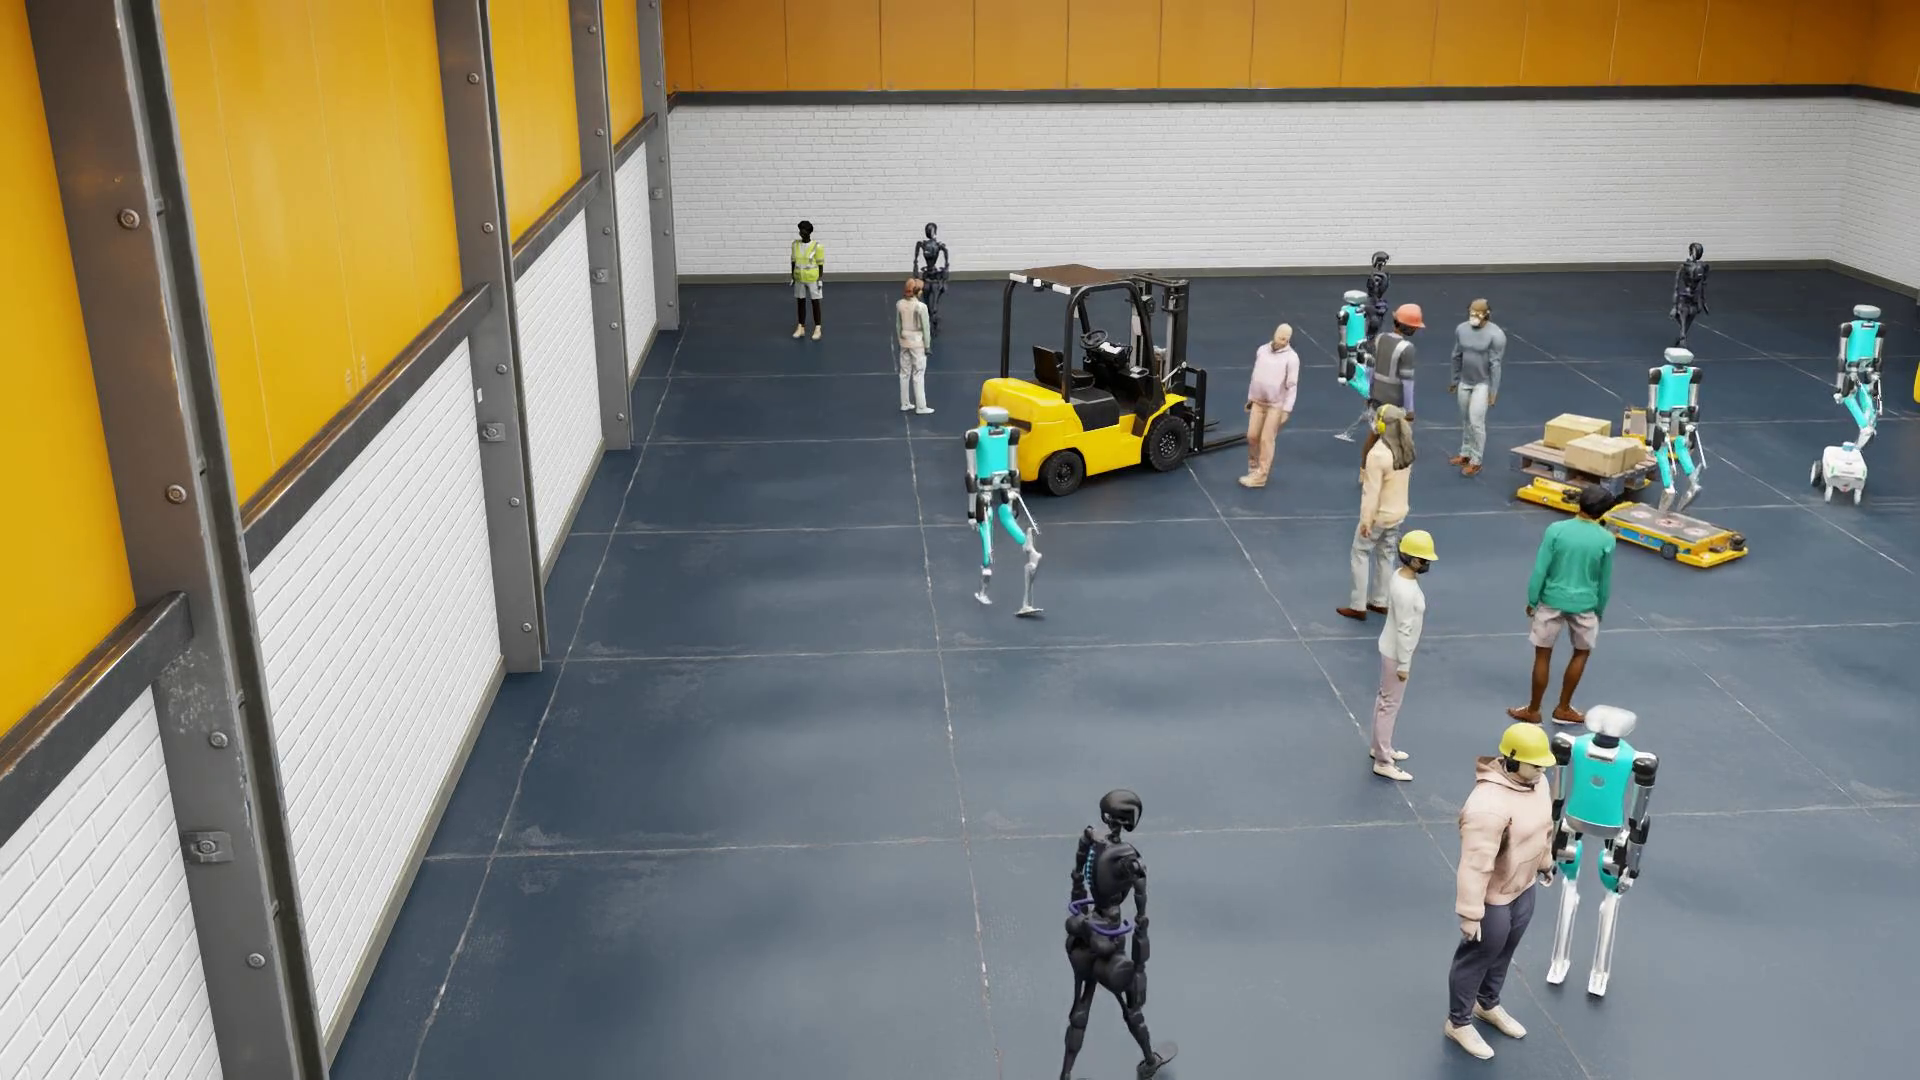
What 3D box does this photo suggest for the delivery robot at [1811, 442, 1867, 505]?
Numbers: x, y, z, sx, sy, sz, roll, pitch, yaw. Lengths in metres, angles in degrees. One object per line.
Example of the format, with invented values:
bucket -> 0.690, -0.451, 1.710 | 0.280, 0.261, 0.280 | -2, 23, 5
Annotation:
delivery robot -> 9.114, -0.708, 17.167 | 0.499, 0.613, 0.811 | 8, 21, 20

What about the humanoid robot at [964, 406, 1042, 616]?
humanoid robot -> 0.429, -0.186, 14.065 | 0.600, 1.750, 0.973 | -12, 23, -29

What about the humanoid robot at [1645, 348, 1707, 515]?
humanoid robot -> 6.917, -0.890, 15.971 | 0.539, 1.806, 0.823 | -2, 20, -7

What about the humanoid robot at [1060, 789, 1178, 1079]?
humanoid robot -> 0.758, 1.977, 8.237 | 0.705, 1.635, 0.610 | -12, 23, -30

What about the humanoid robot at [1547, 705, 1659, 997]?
humanoid robot -> 3.445, 1.636, 8.999 | 0.532, 1.764, 0.727 | 12, 23, 29

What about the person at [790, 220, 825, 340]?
person -> -2.172, -3.697, 23.627 | 0.532, 1.694, 0.319 | 8, 22, 21

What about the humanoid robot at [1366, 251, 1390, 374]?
humanoid robot -> 5.450, -2.932, 21.582 | 0.589, 1.637, 0.598 | 7, 21, 18

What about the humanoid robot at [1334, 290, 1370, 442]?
humanoid robot -> 4.645, -1.854, 18.592 | 0.924, 1.787, 0.548 | 18, 27, 40

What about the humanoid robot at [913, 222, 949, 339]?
humanoid robot -> -0.375, -3.738, 23.806 | 0.587, 1.639, 0.702 | 8, 22, 22

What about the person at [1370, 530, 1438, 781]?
person -> 3.026, 0.766, 11.371 | 0.326, 1.765, 0.525 | 4, 21, 12

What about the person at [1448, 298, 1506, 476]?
person -> 5.508, -1.653, 17.745 | 0.444, 1.920, 0.645 | -12, 23, -29

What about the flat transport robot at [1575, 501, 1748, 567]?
flat transport robot -> 6.667, -0.079, 15.841 | 0.659, 0.231, 1.431 | -13, 24, -31

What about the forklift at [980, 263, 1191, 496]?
forklift -> 1.315, -1.764, 17.646 | 2.313, 2.155, 1.214 | -14, 24, -33

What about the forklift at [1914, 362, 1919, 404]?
forklift -> 12.602, -2.435, 19.475 | 2.313, 2.155, 1.214 | -1, 20, -4

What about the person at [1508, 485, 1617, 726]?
person -> 4.382, 0.491, 12.053 | 0.604, 1.827, 0.397 | 7, 21, 17

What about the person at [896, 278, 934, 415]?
person -> -0.555, -2.323, 19.966 | 0.512, 1.638, 0.311 | 17, 26, 39

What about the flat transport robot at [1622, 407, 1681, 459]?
flat transport robot -> 7.893, -1.214, 18.935 | 0.659, 0.231, 1.431 | 8, 22, 20

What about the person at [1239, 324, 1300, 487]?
person -> 3.212, -1.386, 17.276 | 0.509, 1.756, 0.570 | -18, 27, -40

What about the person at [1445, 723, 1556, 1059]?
person -> 2.760, 1.762, 8.529 | 0.788, 1.859, 0.432 | -18, 27, -40

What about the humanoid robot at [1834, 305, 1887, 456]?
humanoid robot -> 9.700, -1.553, 17.743 | 0.606, 1.780, 0.878 | -4, 21, -11

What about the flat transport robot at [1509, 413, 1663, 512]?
flat transport robot -> 6.473, -0.589, 17.233 | 1.431, 0.231, 0.659 | -15, 25, -36

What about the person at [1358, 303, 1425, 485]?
person -> 4.433, -1.453, 17.075 | 0.447, 2.012, 0.660 | -8, 22, -21

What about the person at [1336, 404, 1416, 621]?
person -> 3.536, -0.230, 13.948 | 0.588, 1.870, 0.472 | -16, 25, -36

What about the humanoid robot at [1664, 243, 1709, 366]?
humanoid robot -> 9.776, -3.141, 22.184 | 0.609, 1.633, 0.715 | -8, 22, -20
